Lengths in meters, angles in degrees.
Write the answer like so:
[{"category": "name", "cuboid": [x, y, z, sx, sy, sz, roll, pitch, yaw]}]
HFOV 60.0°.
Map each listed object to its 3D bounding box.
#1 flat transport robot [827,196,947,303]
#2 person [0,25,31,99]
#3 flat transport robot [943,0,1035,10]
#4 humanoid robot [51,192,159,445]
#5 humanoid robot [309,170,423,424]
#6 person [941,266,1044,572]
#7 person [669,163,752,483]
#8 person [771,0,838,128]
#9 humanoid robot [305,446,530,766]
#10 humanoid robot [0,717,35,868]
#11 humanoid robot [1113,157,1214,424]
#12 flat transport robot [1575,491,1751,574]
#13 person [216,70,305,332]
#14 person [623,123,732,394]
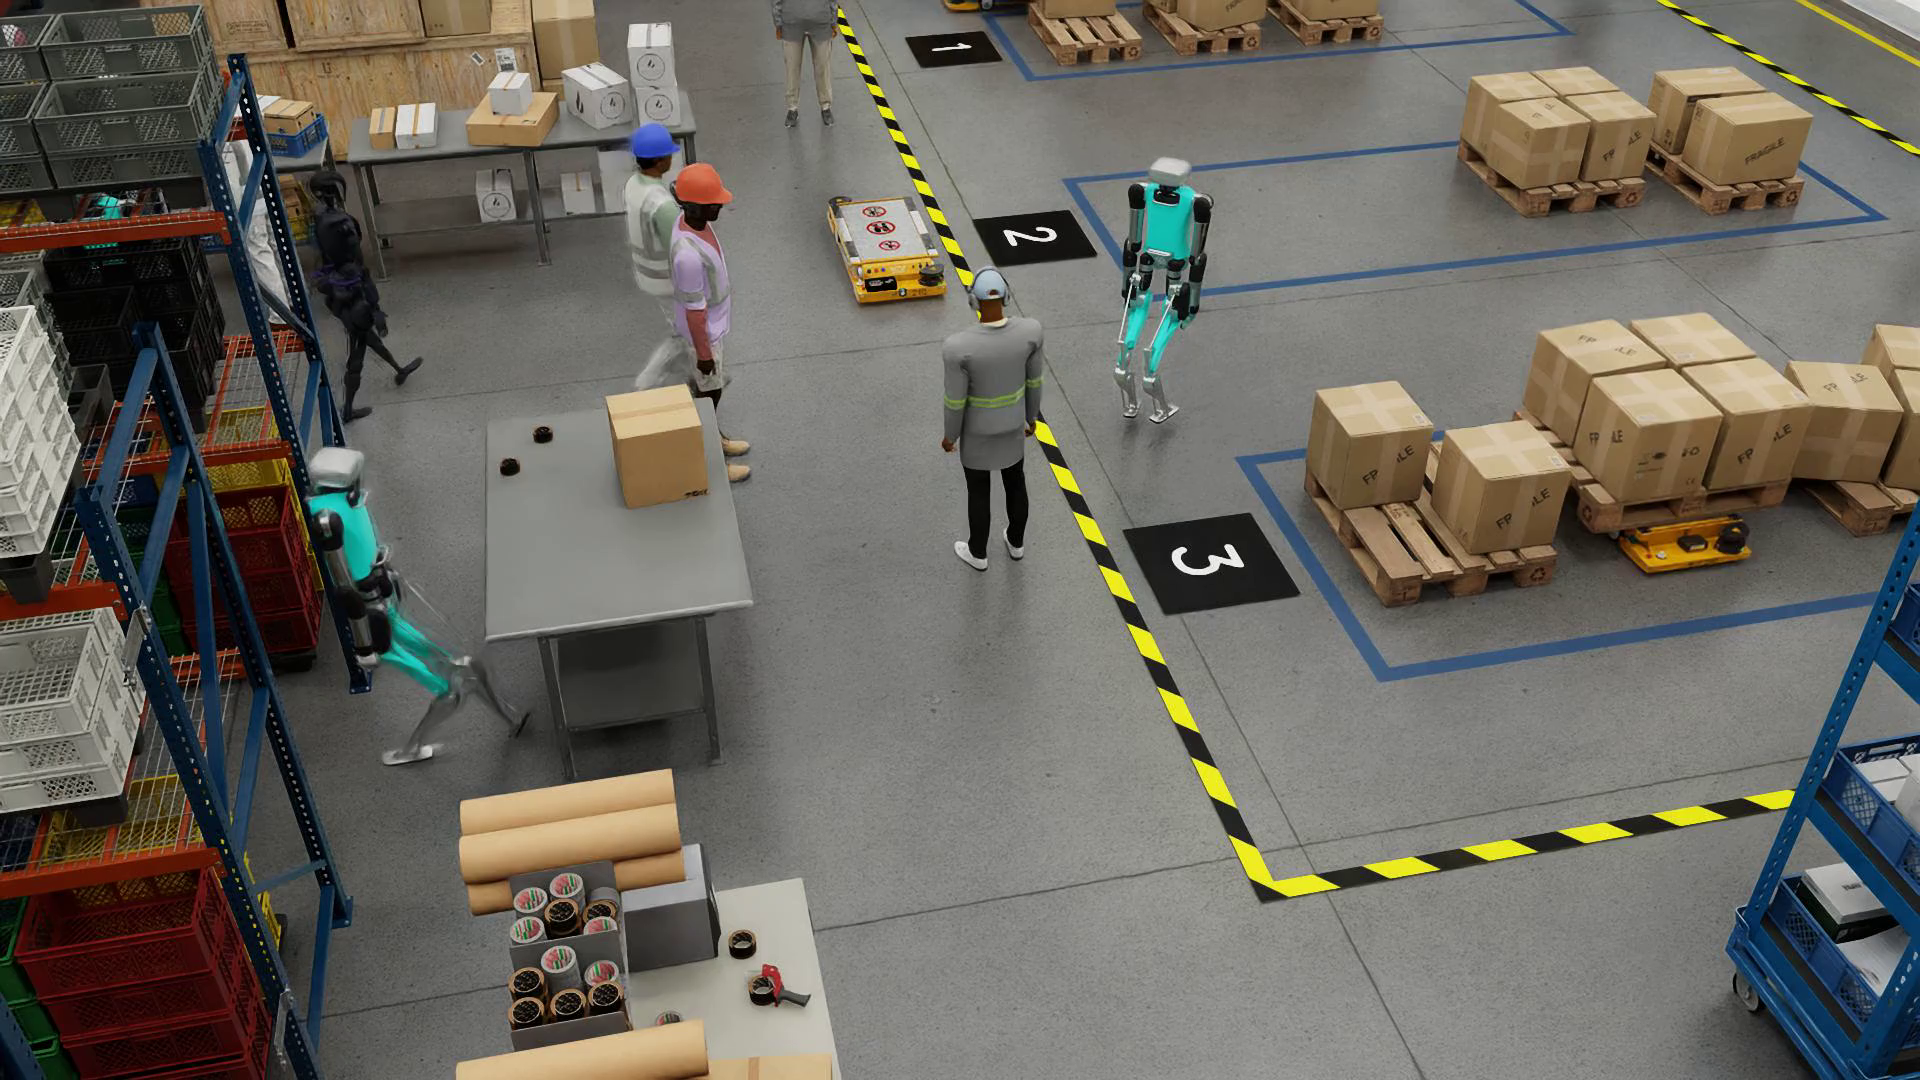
[{"category": "flat transport robot", "cuboid": [-0.570, -2.220, 12.538, 0.659, 0.231, 1.431, -8, 37, -10]}, {"category": "person", "cuboid": [-7.320, -3.333, 12.723, 0.598, 1.829, 0.404, -8, 37, -11]}, {"category": "flat transport robot", "cuboid": [0.517, -5.741, 17.247, 1.431, 0.197, 0.652, -8, 37, -10]}, {"category": "humanoid robot", "cuboid": [-5.081, -1.314, 10.006, 0.531, 1.691, 0.739, -5, 37, -6]}, {"category": "humanoid robot", "cuboid": [-3.800, -1.567, 10.507, 0.608, 1.624, 0.760, 30, 46, 34]}, {"category": "person", "cuboid": [0.164, -0.658, 9.115, 0.587, 1.848, 0.398, -14, 39, -18]}, {"category": "person", "cuboid": [-1.466, -1.261, 9.776, 0.392, 2.036, 0.597, -2, 37, -3]}, {"category": "person", "cuboid": [-1.319, -4.415, 14.230, 0.572, 1.767, 0.402, -4, 37, -5]}, {"category": "humanoid robot", "cuboid": [-2.489, 0.356, 7.882, 0.858, 1.830, 0.566, -3, 37, -5]}, {"category": "humanoid robot", "cuboid": [-4.246, 0.859, 7.221, 0.494, 1.638, 0.608, -7, 37, -10]}, {"category": "humanoid robot", "cuboid": [1.152, -1.444, 10.155, 0.533, 1.674, 0.735, 18, 40, 22]}, {"category": "flat transport robot", "cuboid": [4.048, -0.332, 9.976, 0.652, 0.197, 1.431, -8, 37, -10]}, {"category": "person", "cuboid": [-4.795, -2.273, 11.256, 0.340, 1.882, 0.582, 5, 37, 7]}, {"category": "person", "cuboid": [-1.853, -1.667, 10.406, 0.695, 1.930, 0.622, -16, 40, -21]}]
